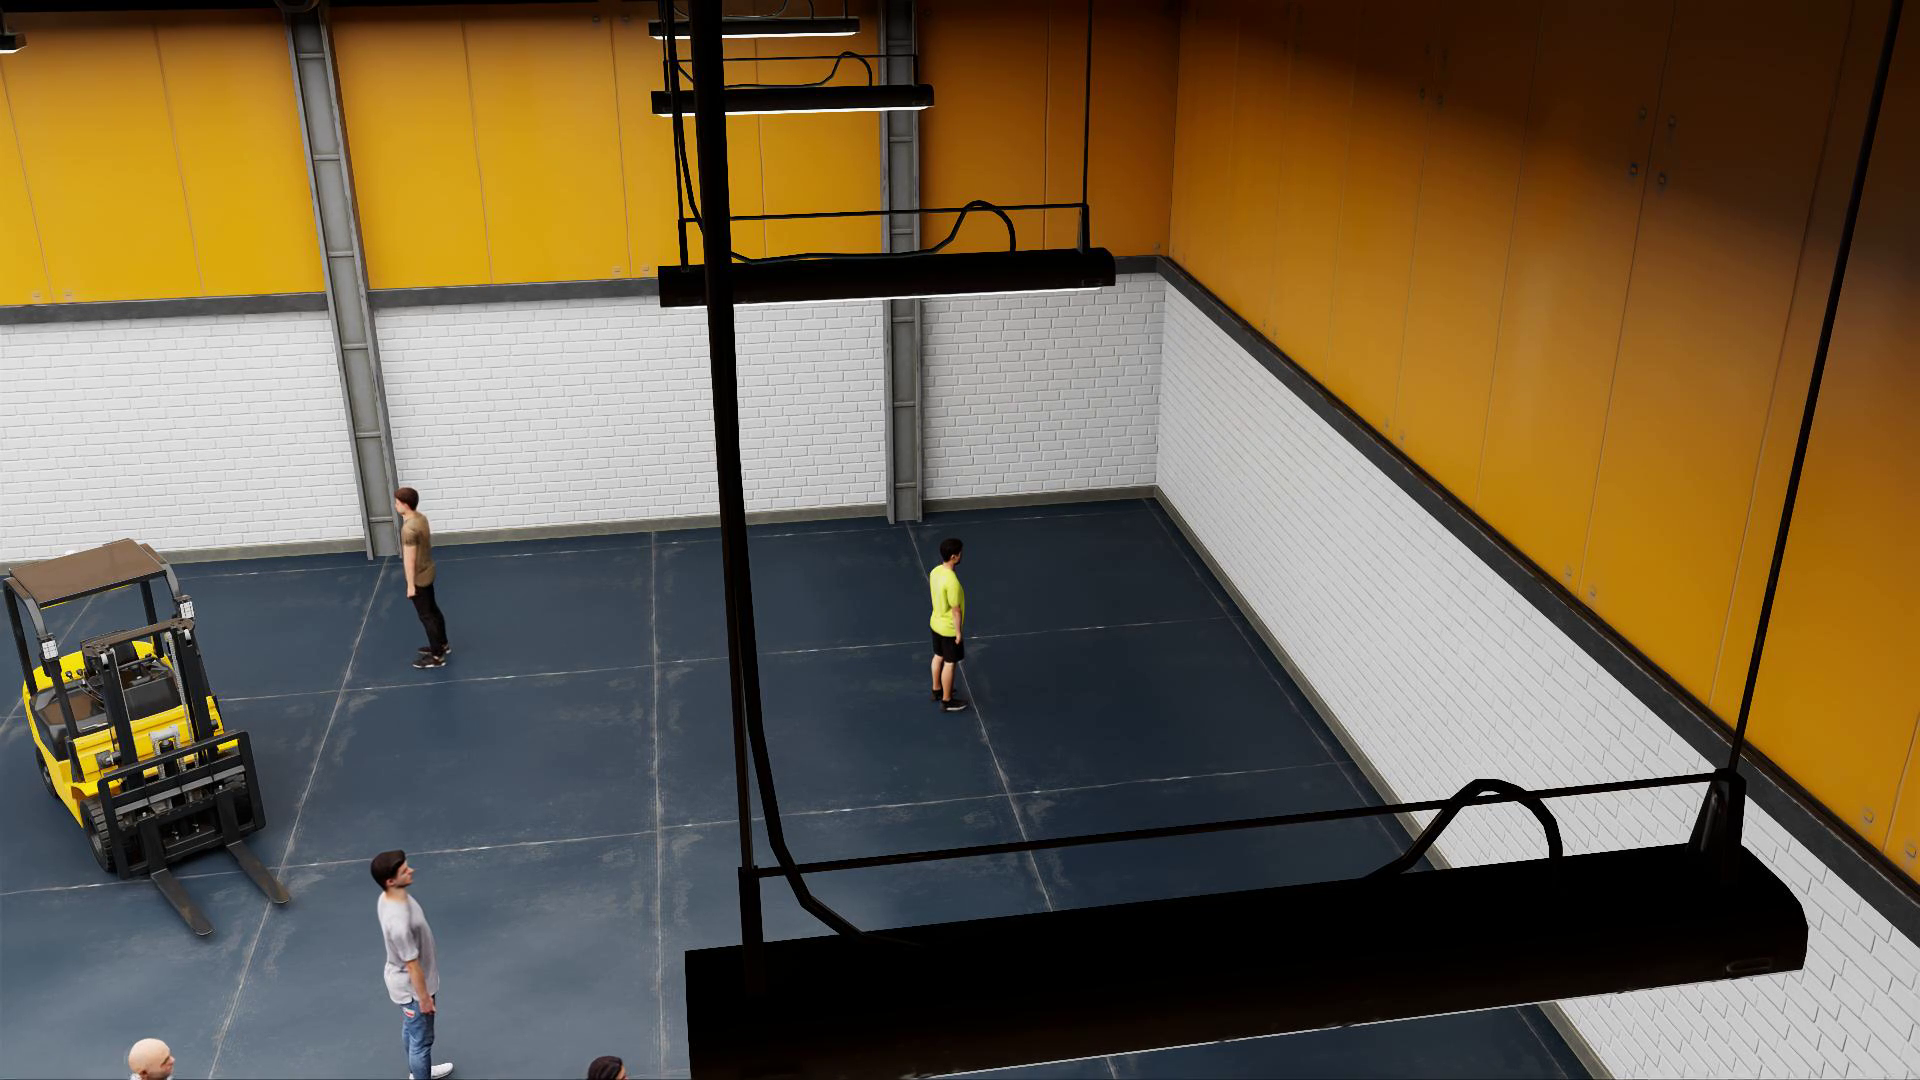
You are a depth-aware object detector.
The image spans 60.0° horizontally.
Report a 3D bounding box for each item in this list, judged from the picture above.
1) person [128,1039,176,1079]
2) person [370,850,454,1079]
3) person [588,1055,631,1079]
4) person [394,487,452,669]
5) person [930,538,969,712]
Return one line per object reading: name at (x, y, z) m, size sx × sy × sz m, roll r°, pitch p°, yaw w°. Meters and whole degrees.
person at (-4.384, 3.501, 9.222) m, size 0.543 × 1.789 × 0.641 m, roll -5°, pitch 24°, yaw -11°
person at (-3.526, 2.805, 10.690) m, size 0.668 × 1.890 × 0.729 m, roll -11°, pitch 26°, yaw -23°
person at (-1.865, 3.550, 9.085) m, size 0.533 × 1.811 × 0.635 m, roll -3°, pitch 24°, yaw -6°
person at (-5.296, 0.348, 16.360) m, size 0.562 × 1.849 × 0.654 m, roll -2°, pitch 24°, yaw -6°
person at (-0.128, 0.775, 15.563) m, size 0.638 × 1.706 × 0.668 m, roll -12°, pitch 26°, yaw -26°
